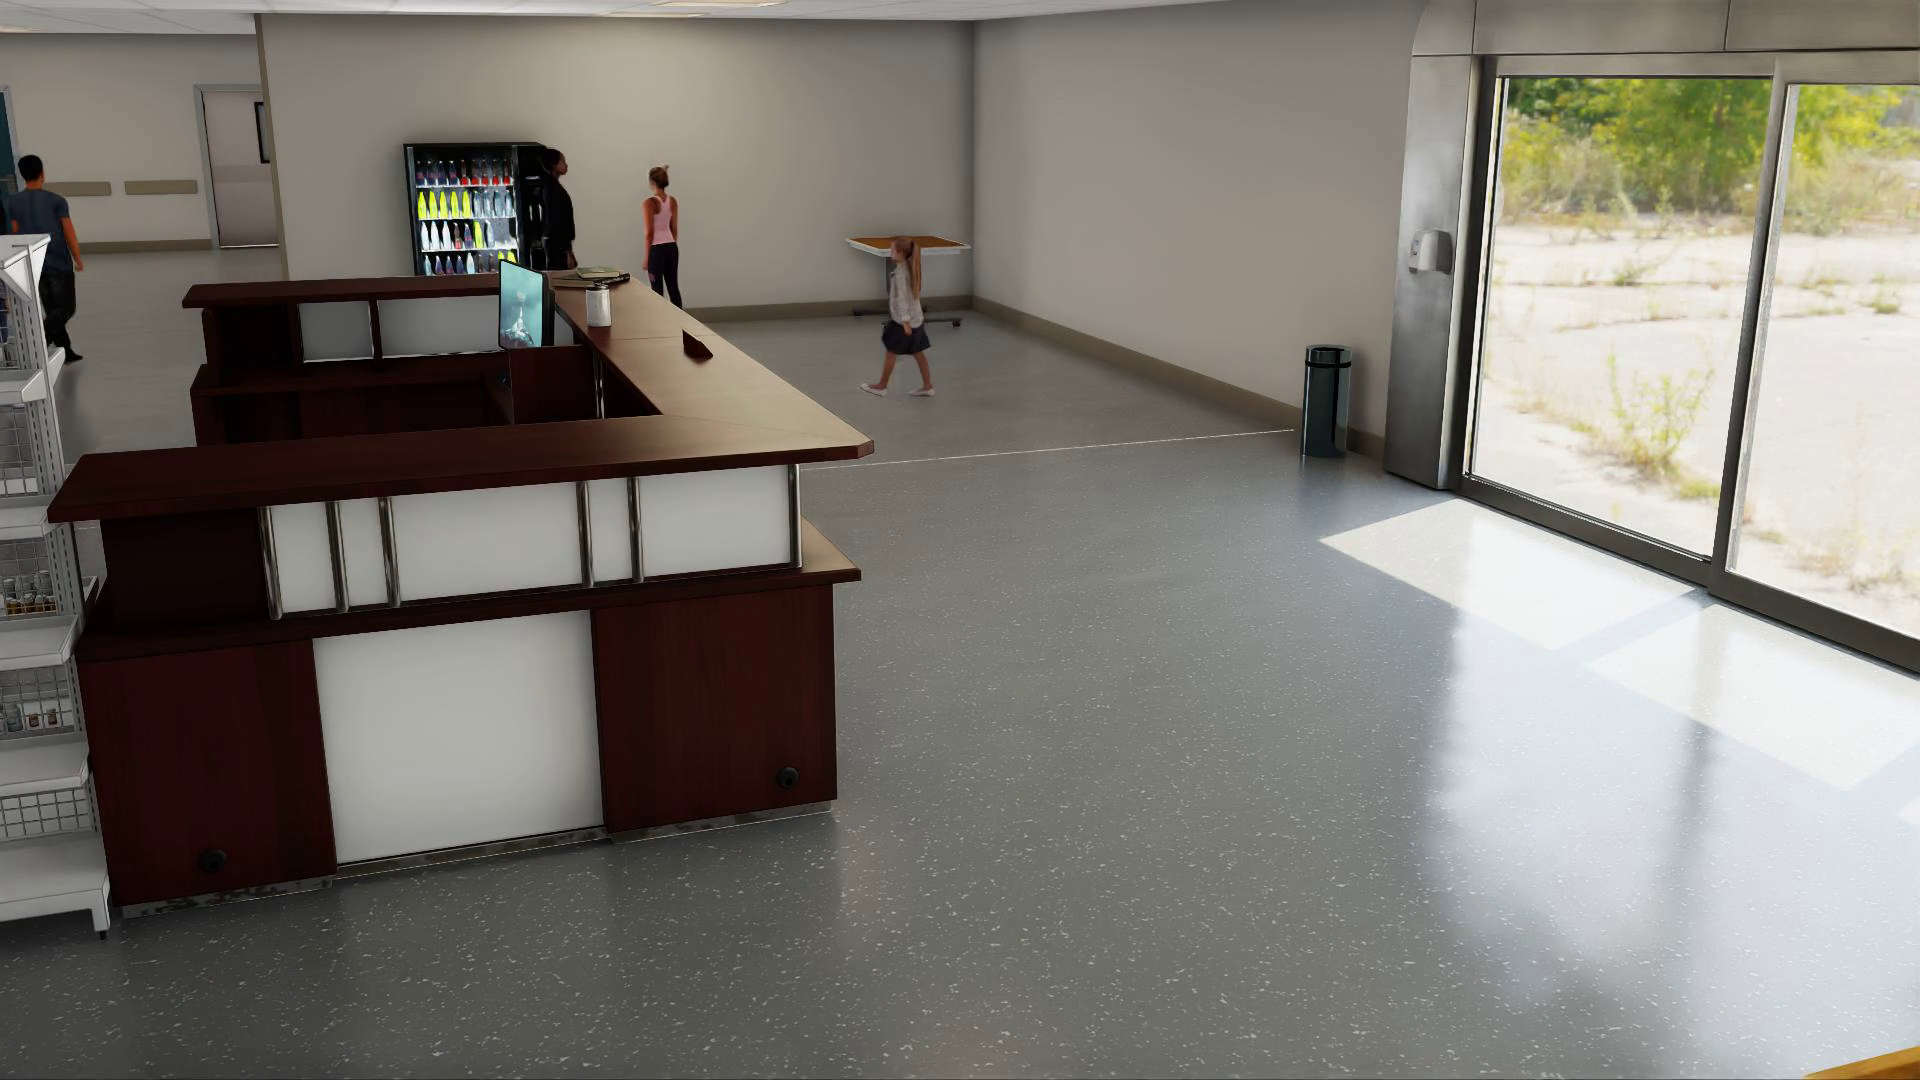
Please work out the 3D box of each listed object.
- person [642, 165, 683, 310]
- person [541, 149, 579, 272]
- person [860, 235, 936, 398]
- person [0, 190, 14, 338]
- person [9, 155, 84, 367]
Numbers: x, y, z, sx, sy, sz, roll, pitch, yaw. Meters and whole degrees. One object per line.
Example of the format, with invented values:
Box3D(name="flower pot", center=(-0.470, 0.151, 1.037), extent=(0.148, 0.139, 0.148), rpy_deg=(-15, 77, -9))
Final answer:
Box3D(name="person", center=(-2.828, -2.734, 15.816), extent=(0.715, 1.645, 0.625), rpy_deg=(12, 20, 38))
Box3D(name="person", center=(-3.662, -2.514, 14.760), extent=(1.121, 1.794, 0.643), rpy_deg=(-5, 16, -17))
Box3D(name="person", center=(-0.351, -1.711, 12.903), extent=(0.864, 1.249, 0.767), rpy_deg=(5, 17, 18))
Box3D(name="person", center=(-8.988, -2.695, 15.315), extent=(0.704, 1.842, 0.789), rpy_deg=(6, 17, 19))
Box3D(name="person", center=(-7.769, -2.323, 14.095), extent=(1.044, 1.788, 0.969), rpy_deg=(1, 16, 4))
